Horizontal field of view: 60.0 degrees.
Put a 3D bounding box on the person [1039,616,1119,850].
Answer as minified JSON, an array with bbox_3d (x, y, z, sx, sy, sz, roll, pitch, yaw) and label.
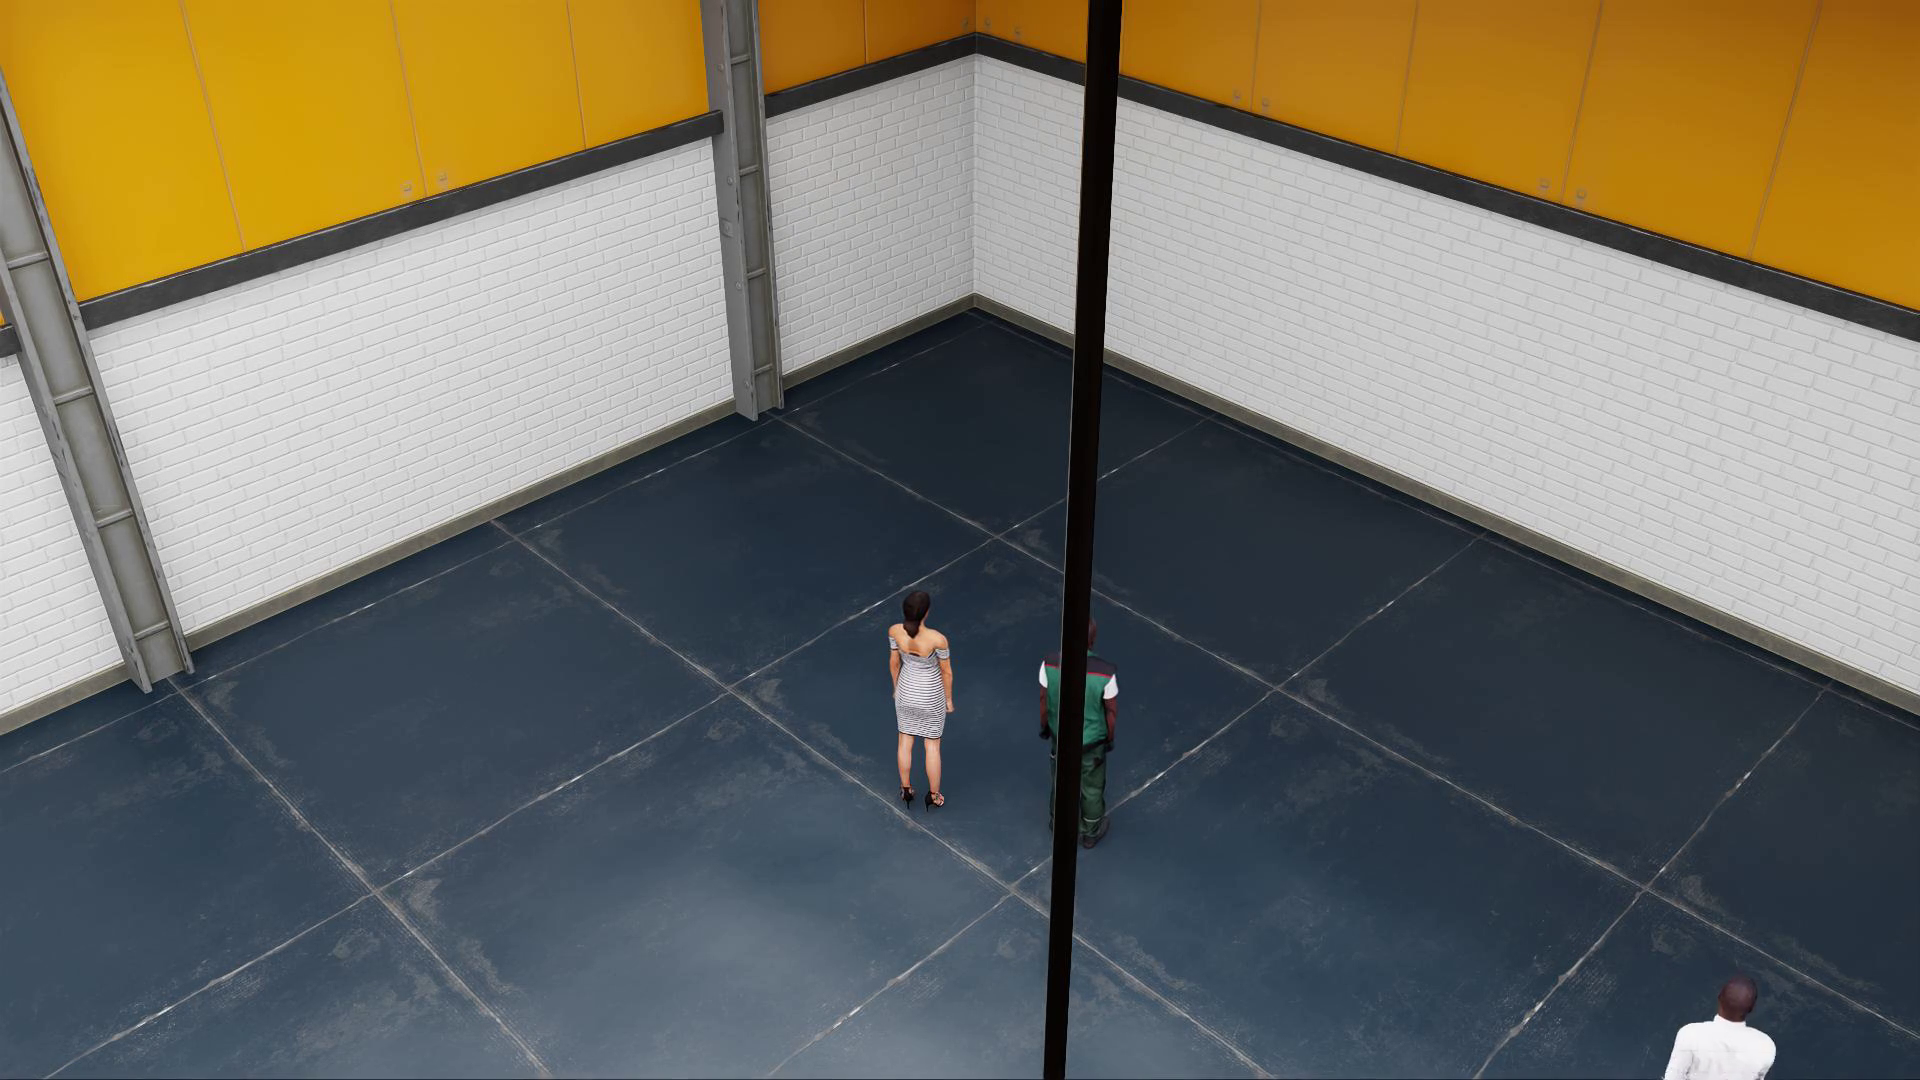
[{"bbox_3d":[0.781,1.275,10.979,0.775,1.839,0.767,11,35,16],"label":"person"}]

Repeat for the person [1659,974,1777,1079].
[{"bbox_3d":[3.773,3.004,8.429,0.988,1.782,1.330,11,35,16],"label":"person"}]

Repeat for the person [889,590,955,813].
[{"bbox_3d":[-0.274,1.097,11.262,0.674,1.822,0.674,11,35,16],"label":"person"}]
